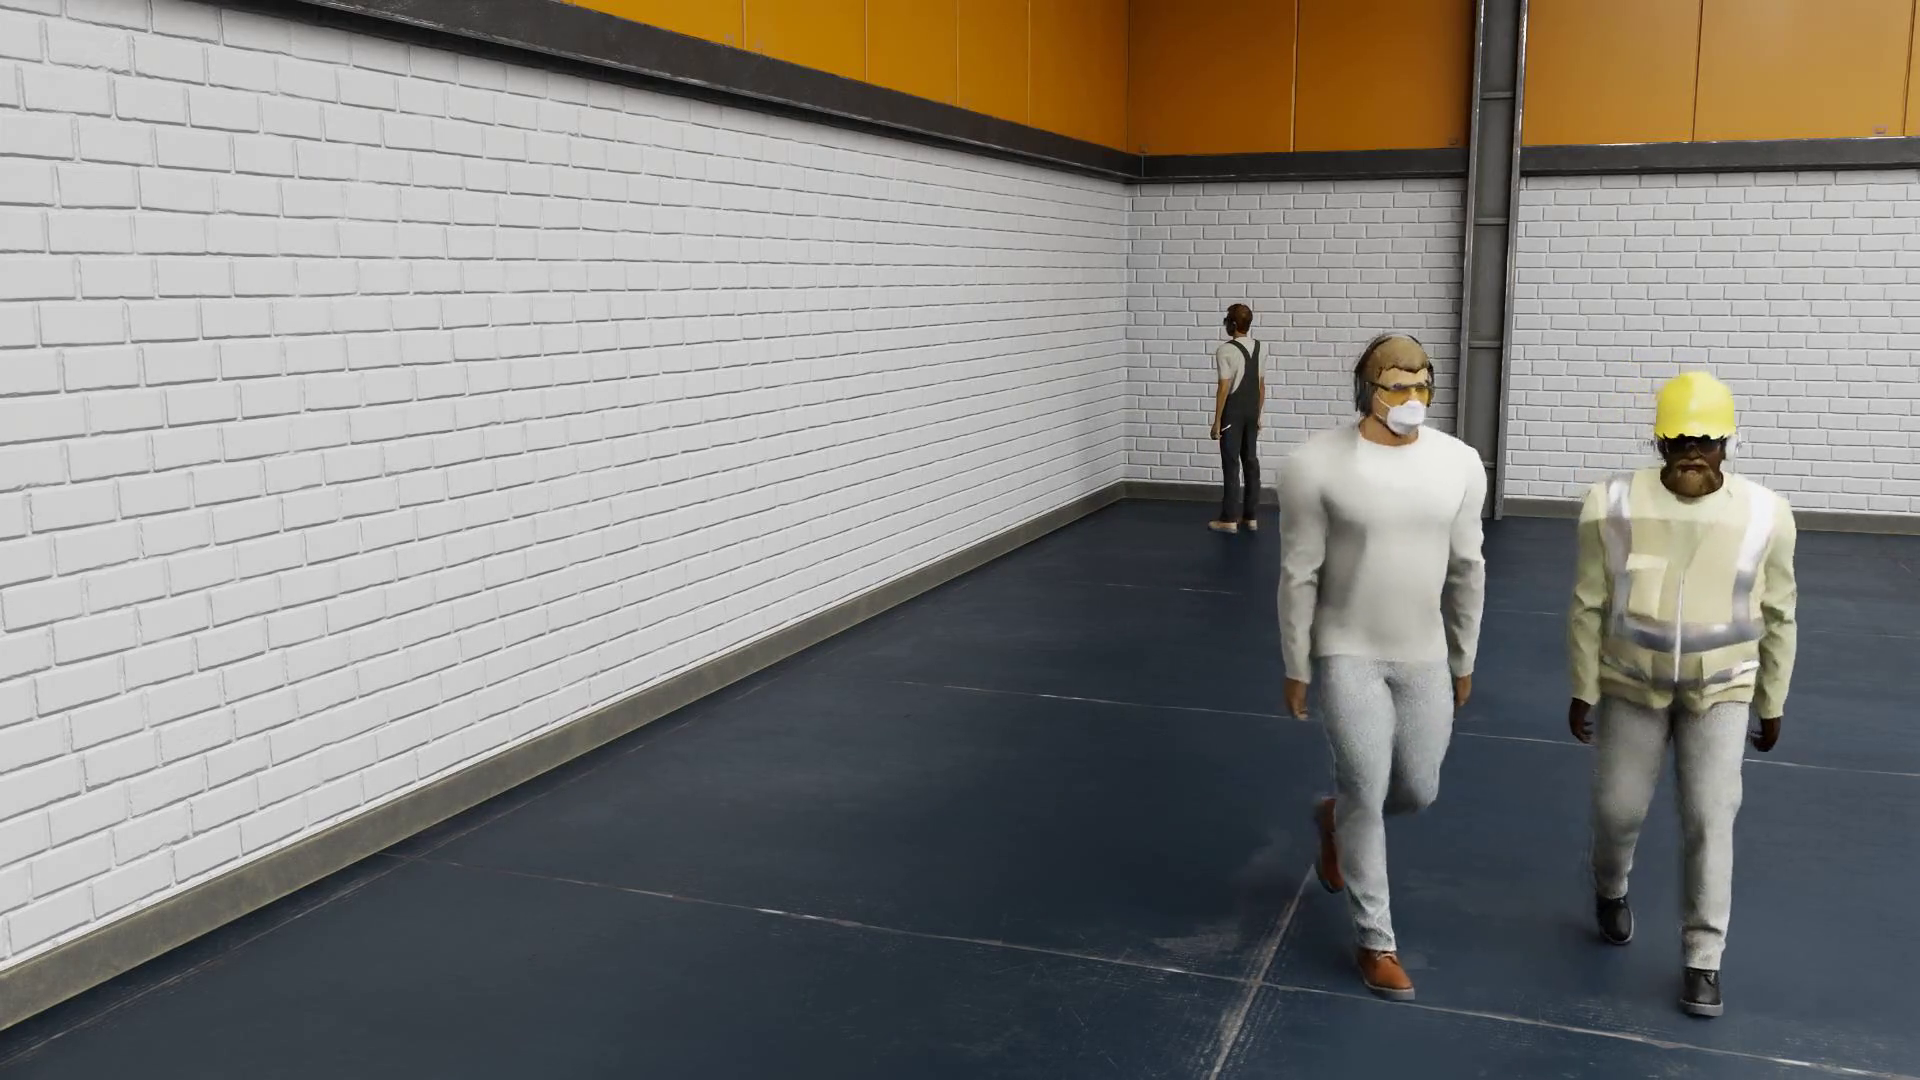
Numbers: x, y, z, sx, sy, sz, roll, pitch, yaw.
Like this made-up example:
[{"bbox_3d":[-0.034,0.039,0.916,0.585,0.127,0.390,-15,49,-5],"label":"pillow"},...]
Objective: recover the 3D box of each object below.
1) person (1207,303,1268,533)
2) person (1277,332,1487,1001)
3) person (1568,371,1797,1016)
[{"bbox_3d":[2.241,-0.980,13.423,0.507,1.846,0.341,-6,11,-33],"label":"person"},{"bbox_3d":[1.225,0.332,4.977,0.634,1.915,0.737,-1,9,-8],"label":"person"},{"bbox_3d":[2.085,0.406,4.831,0.608,1.808,0.632,4,10,23],"label":"person"}]
